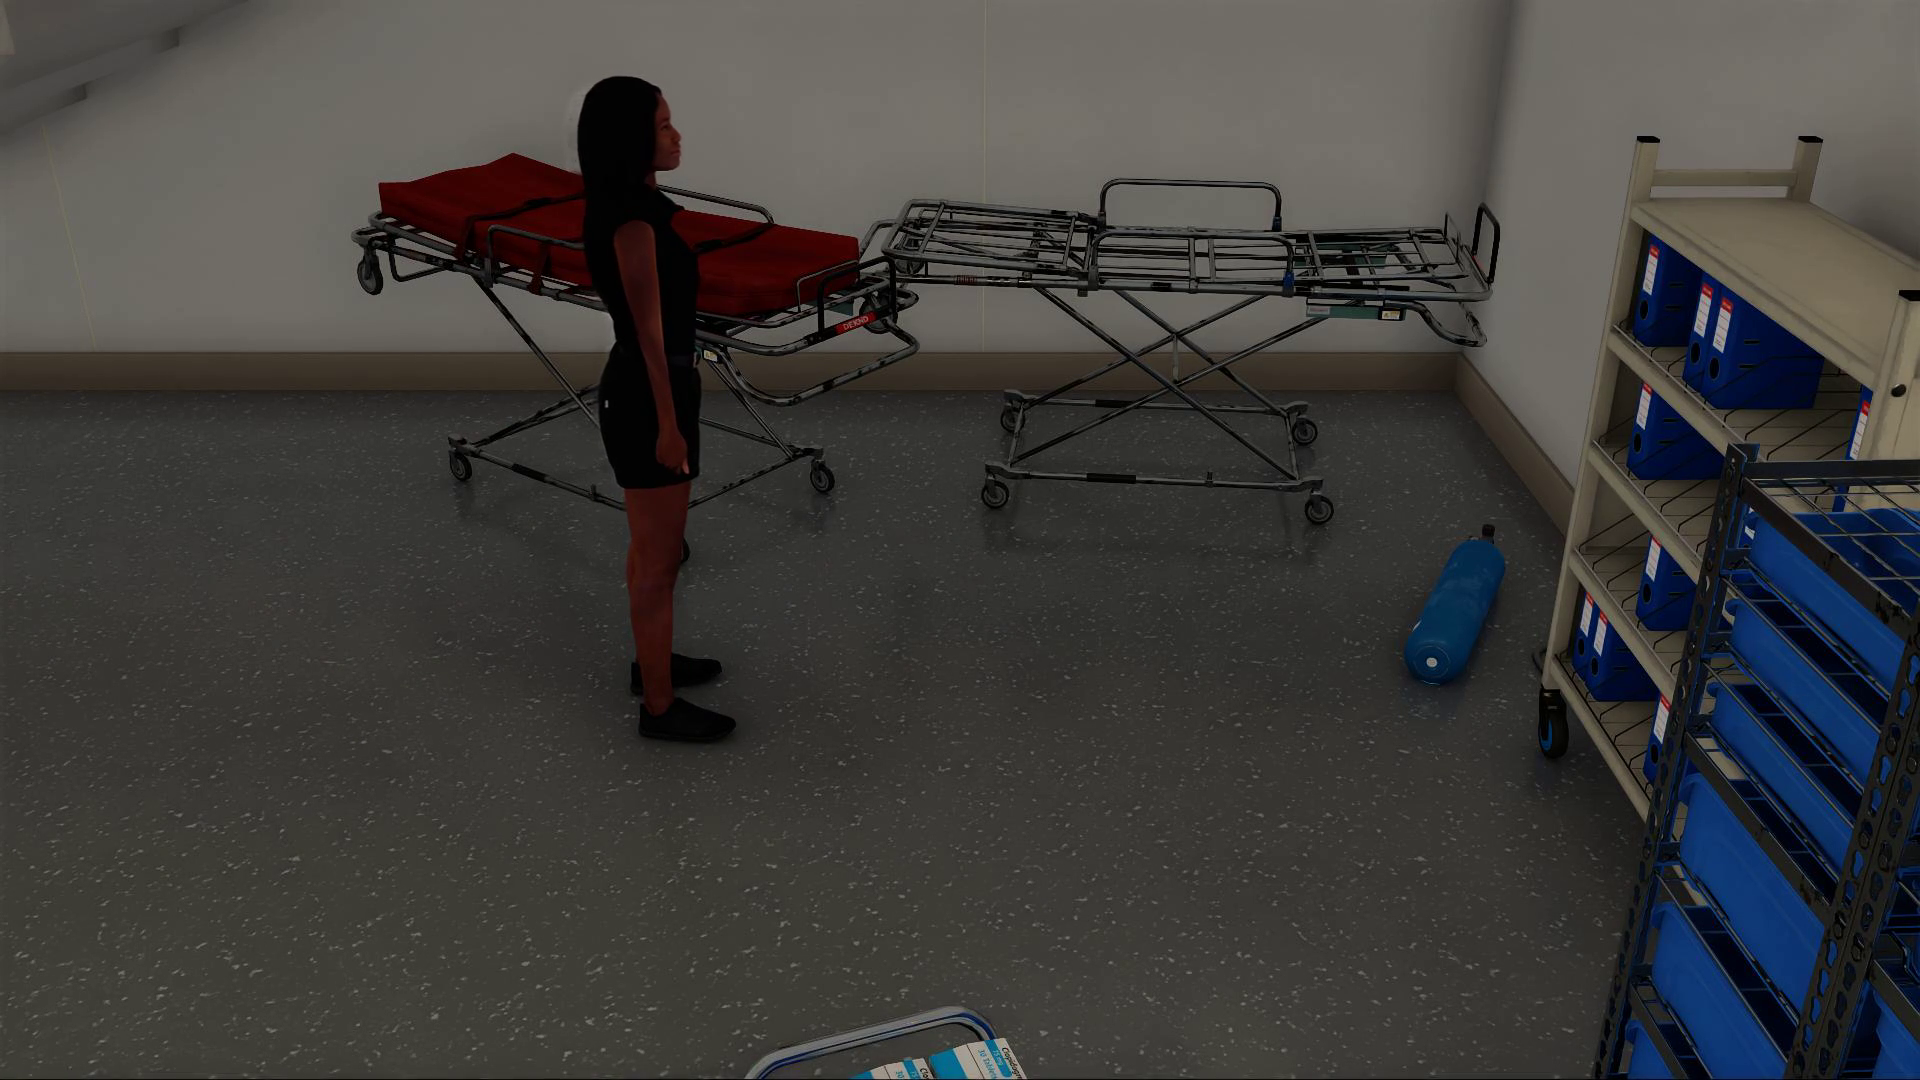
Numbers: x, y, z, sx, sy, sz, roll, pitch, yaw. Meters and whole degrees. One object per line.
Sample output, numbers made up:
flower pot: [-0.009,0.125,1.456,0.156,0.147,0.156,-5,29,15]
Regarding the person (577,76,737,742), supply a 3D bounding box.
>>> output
person: [-0.800,-0.318,4.327,0.577,1.741,0.638,-6,26,-12]
